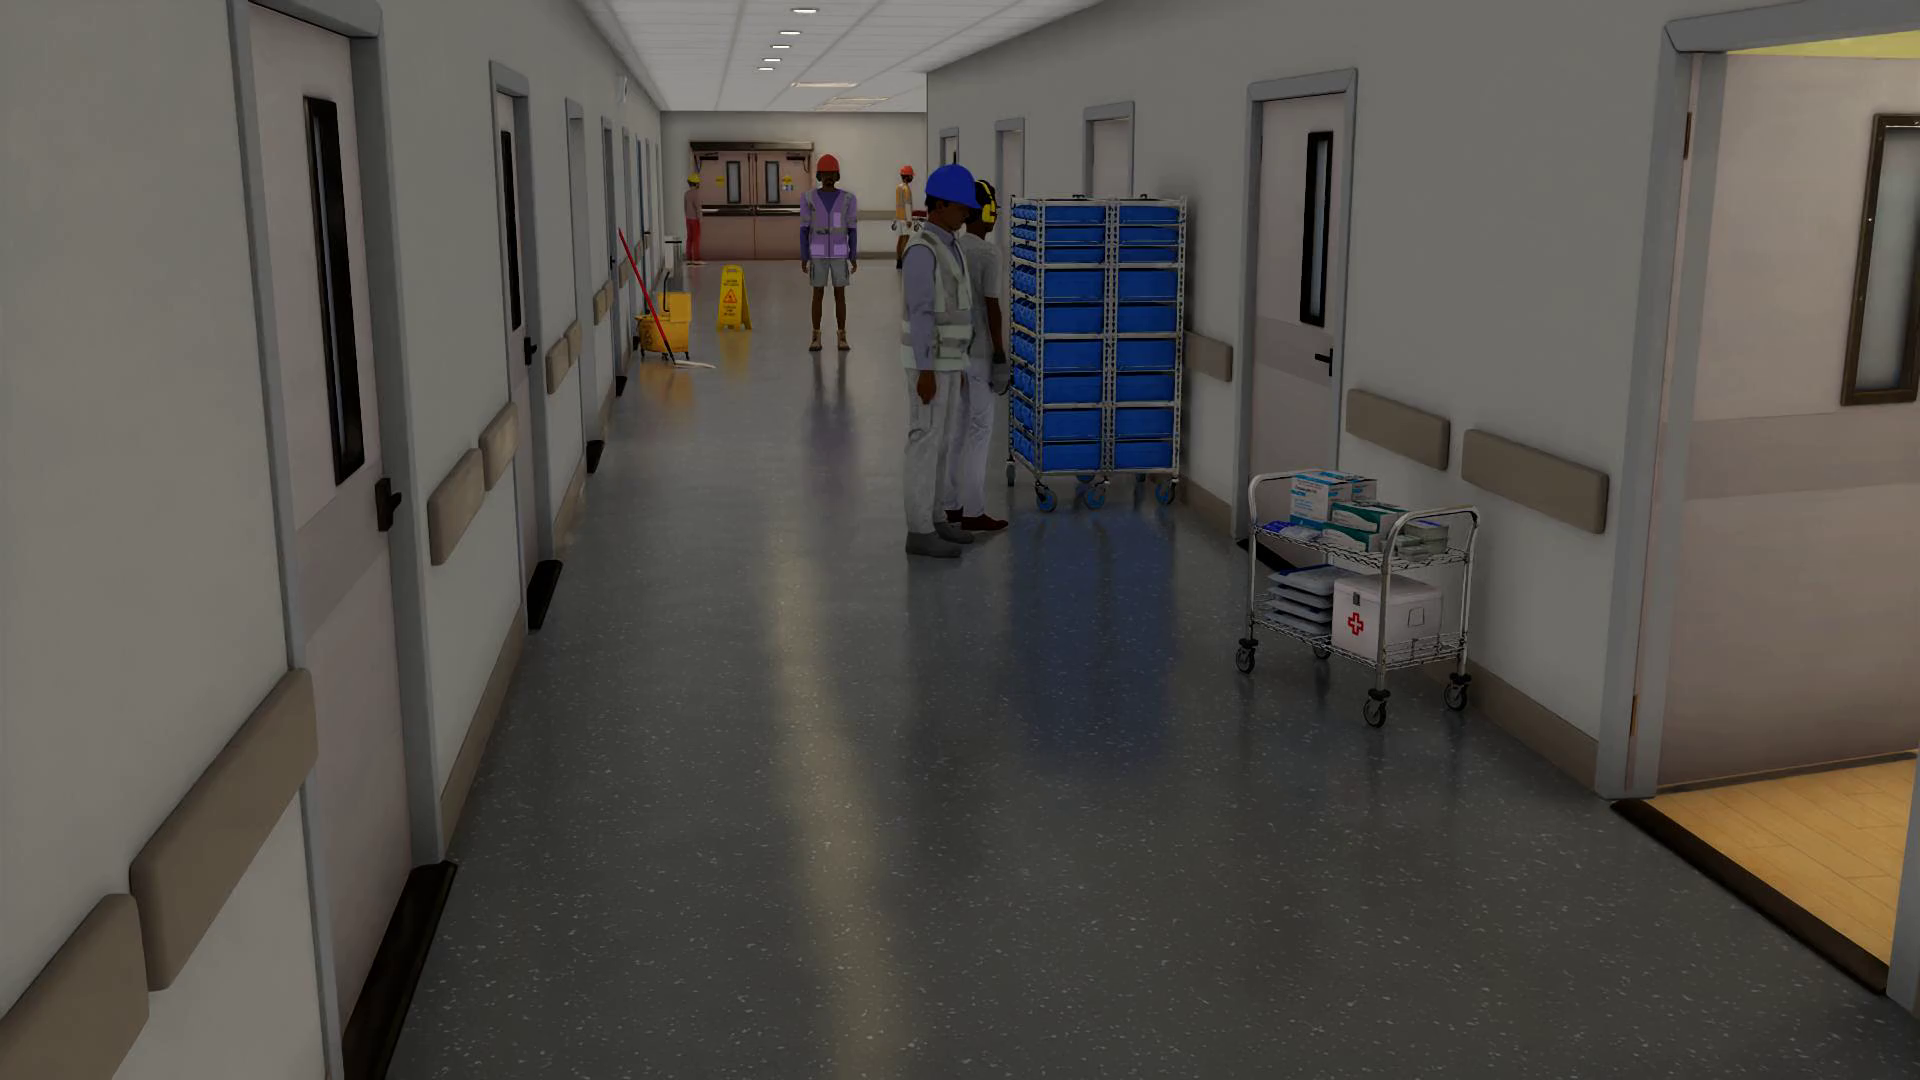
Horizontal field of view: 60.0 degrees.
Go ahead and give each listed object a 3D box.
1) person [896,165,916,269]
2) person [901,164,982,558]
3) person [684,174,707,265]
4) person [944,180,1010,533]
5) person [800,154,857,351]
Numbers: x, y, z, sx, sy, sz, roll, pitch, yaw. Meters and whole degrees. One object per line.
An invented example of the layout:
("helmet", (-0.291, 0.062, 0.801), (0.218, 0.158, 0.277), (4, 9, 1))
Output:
("person", (-1.017, -6.100, 31.469), (0.376, 1.935, 0.550), (-5, 13, -19))
("person", (-0.095, -0.892, 8.339), (0.415, 1.937, 0.608), (3, 13, 14))
("person", (-5.221, -6.296, 32.728), (0.311, 1.768, 0.533), (-11, 17, -40))
("person", (0.066, -0.972, 8.879), (0.331, 1.863, 0.503), (-9, 15, -34))
("person", (-1.379, -3.014, 17.518), (0.609, 2.048, 0.367), (-1, 13, -6))
